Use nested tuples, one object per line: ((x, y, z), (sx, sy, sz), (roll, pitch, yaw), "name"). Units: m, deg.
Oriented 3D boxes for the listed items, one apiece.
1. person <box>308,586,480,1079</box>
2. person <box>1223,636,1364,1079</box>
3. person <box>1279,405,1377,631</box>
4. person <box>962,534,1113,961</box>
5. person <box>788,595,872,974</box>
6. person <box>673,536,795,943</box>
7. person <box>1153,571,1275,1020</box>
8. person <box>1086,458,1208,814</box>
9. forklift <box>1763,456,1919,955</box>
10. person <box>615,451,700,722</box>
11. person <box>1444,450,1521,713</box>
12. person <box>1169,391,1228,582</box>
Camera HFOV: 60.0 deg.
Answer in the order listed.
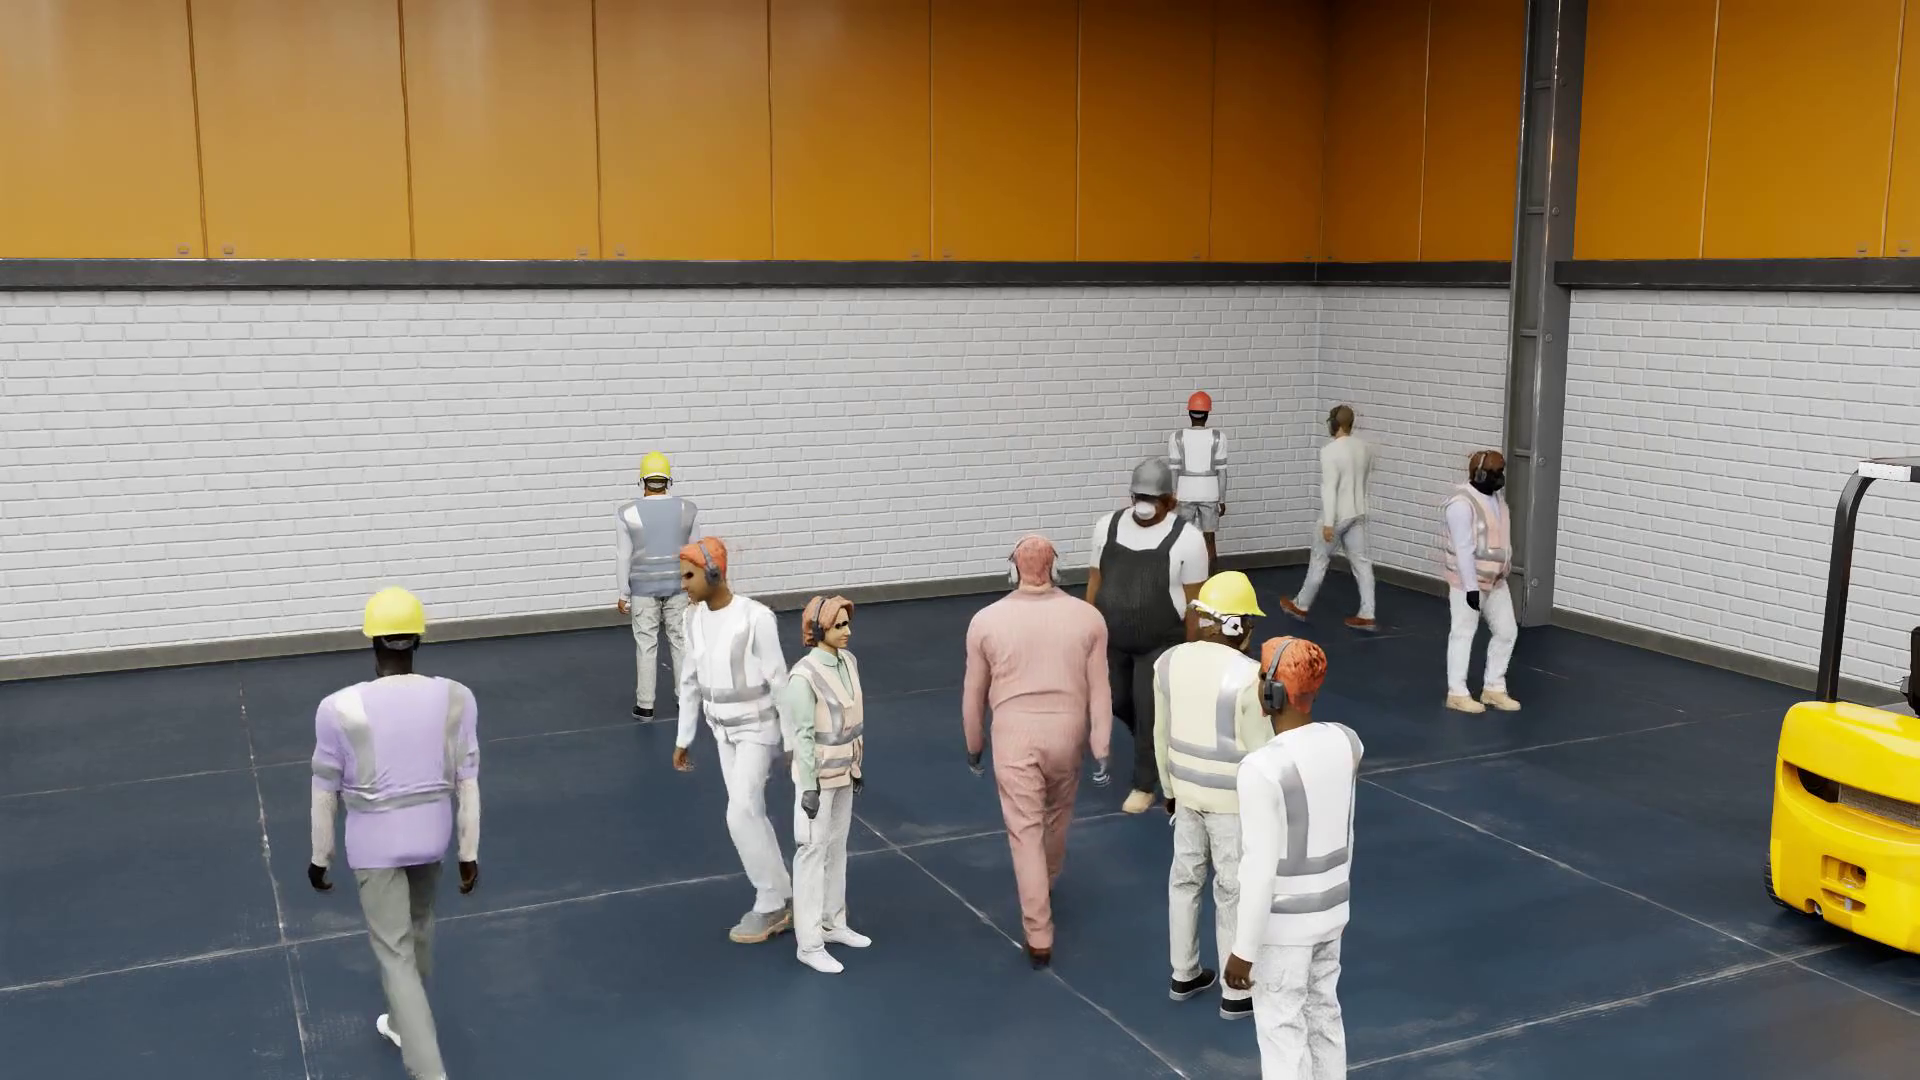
((-2.052, 1.111, 6.146), (0.586, 1.891, 0.950), (-8, 12, -41), "person")
((1.067, 1.238, 5.379), (0.575, 1.882, 0.359), (-9, 13, -43), "person")
((3.211, -0.202, 14.254), (0.649, 1.893, 0.992), (-7, 12, -37), "person")
((0.345, 0.901, 7.591), (0.663, 1.850, 1.035), (-1, 9, -6), "person")
((-0.582, 1.050, 7.296), (0.307, 1.641, 0.512), (3, 10, 21), "person")
((-0.997, 0.893, 7.621), (0.540, 1.846, 0.612), (-9, 13, -44), "person")
((1.065, 1.034, 6.817), (0.404, 1.826, 0.587), (-8, 12, -40), "person")
((1.088, 0.484, 9.568), (0.693, 2.000, 0.835), (5, 11, 30), "person")
((4.857, 0.731, 7.561), (2.313, 2.155, 1.214), (-4, 10, -25), "forklift")
((-2.042, 0.314, 11.266), (0.591, 1.833, 0.403), (-4, 10, -24), "person")
((3.609, 0.302, 11.367), (0.636, 1.825, 0.598), (-8, 12, -40), "person")
((2.201, -0.408, 15.419), (0.542, 1.939, 0.359), (1, 9, 9), "person")
